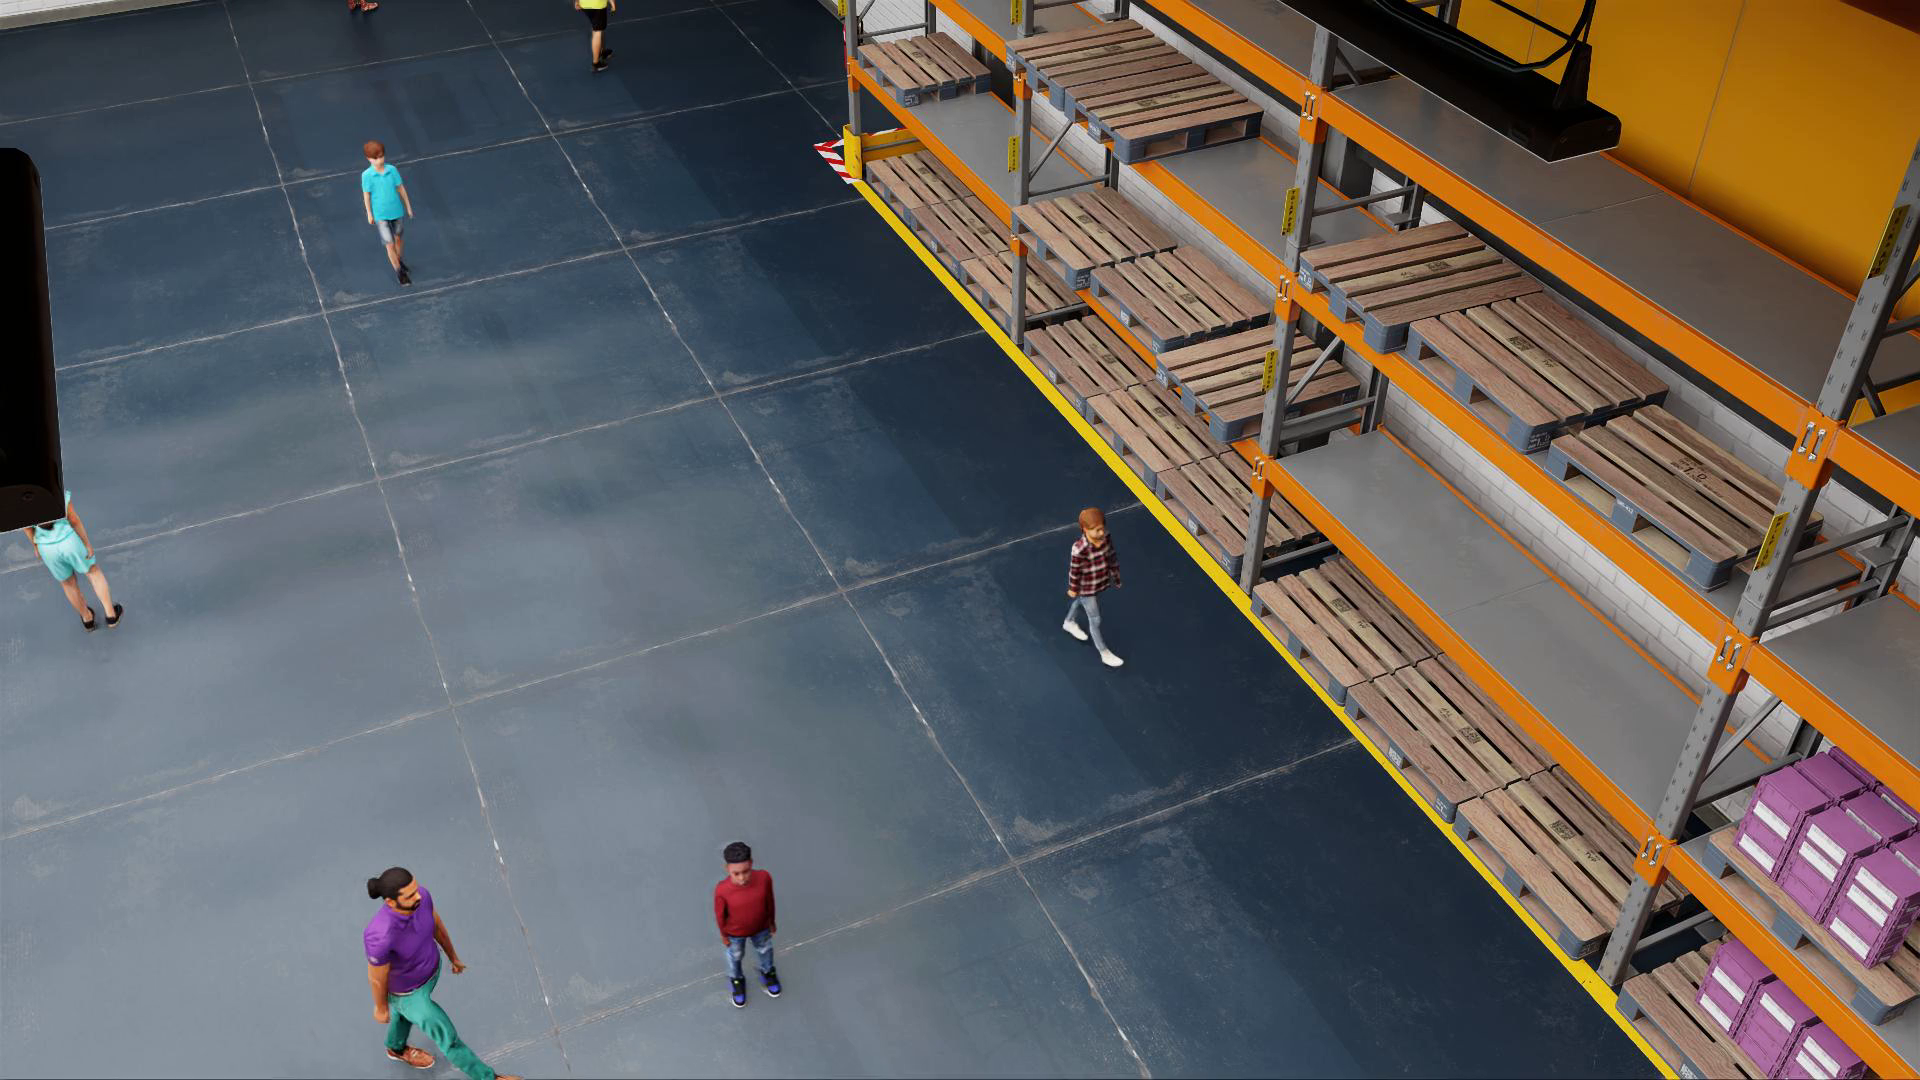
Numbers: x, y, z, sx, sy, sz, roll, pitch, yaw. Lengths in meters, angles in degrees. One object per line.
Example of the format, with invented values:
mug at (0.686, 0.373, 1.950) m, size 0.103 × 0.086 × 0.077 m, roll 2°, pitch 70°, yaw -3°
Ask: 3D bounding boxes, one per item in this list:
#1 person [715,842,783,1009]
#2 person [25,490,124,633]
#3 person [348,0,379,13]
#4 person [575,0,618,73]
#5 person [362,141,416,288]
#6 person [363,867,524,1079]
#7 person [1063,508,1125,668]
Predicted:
person at (-1.230, 2.192, 9.611) m, size 0.496 × 1.254 × 0.487 m, roll -14°, pitch 41°, yaw -17°
person at (-6.503, 0.064, 12.033) m, size 0.541 × 1.558 × 0.577 m, roll -17°, pitch 42°, yaw -20°
person at (-8.028, -7.773, 21.717) m, size 0.652 × 1.719 × 0.730 m, roll 17°, pitch 42°, yaw 20°
person at (-4.494, -6.513, 20.163) m, size 0.906 × 1.688 × 0.950 m, roll 19°, pitch 42°, yaw 22°
person at (-5.633, -3.254, 16.287) m, size 0.654 × 1.434 × 0.833 m, roll -27°, pitch 46°, yaw -29°
person at (-3.039, 2.376, 9.012) m, size 1.158 × 1.714 × 1.164 m, roll 10°, pitch 40°, yaw 12°
person at (0.902, 0.268, 12.005) m, size 0.710 × 1.272 × 0.944 m, roll -30°, pitch 48°, yaw -32°
